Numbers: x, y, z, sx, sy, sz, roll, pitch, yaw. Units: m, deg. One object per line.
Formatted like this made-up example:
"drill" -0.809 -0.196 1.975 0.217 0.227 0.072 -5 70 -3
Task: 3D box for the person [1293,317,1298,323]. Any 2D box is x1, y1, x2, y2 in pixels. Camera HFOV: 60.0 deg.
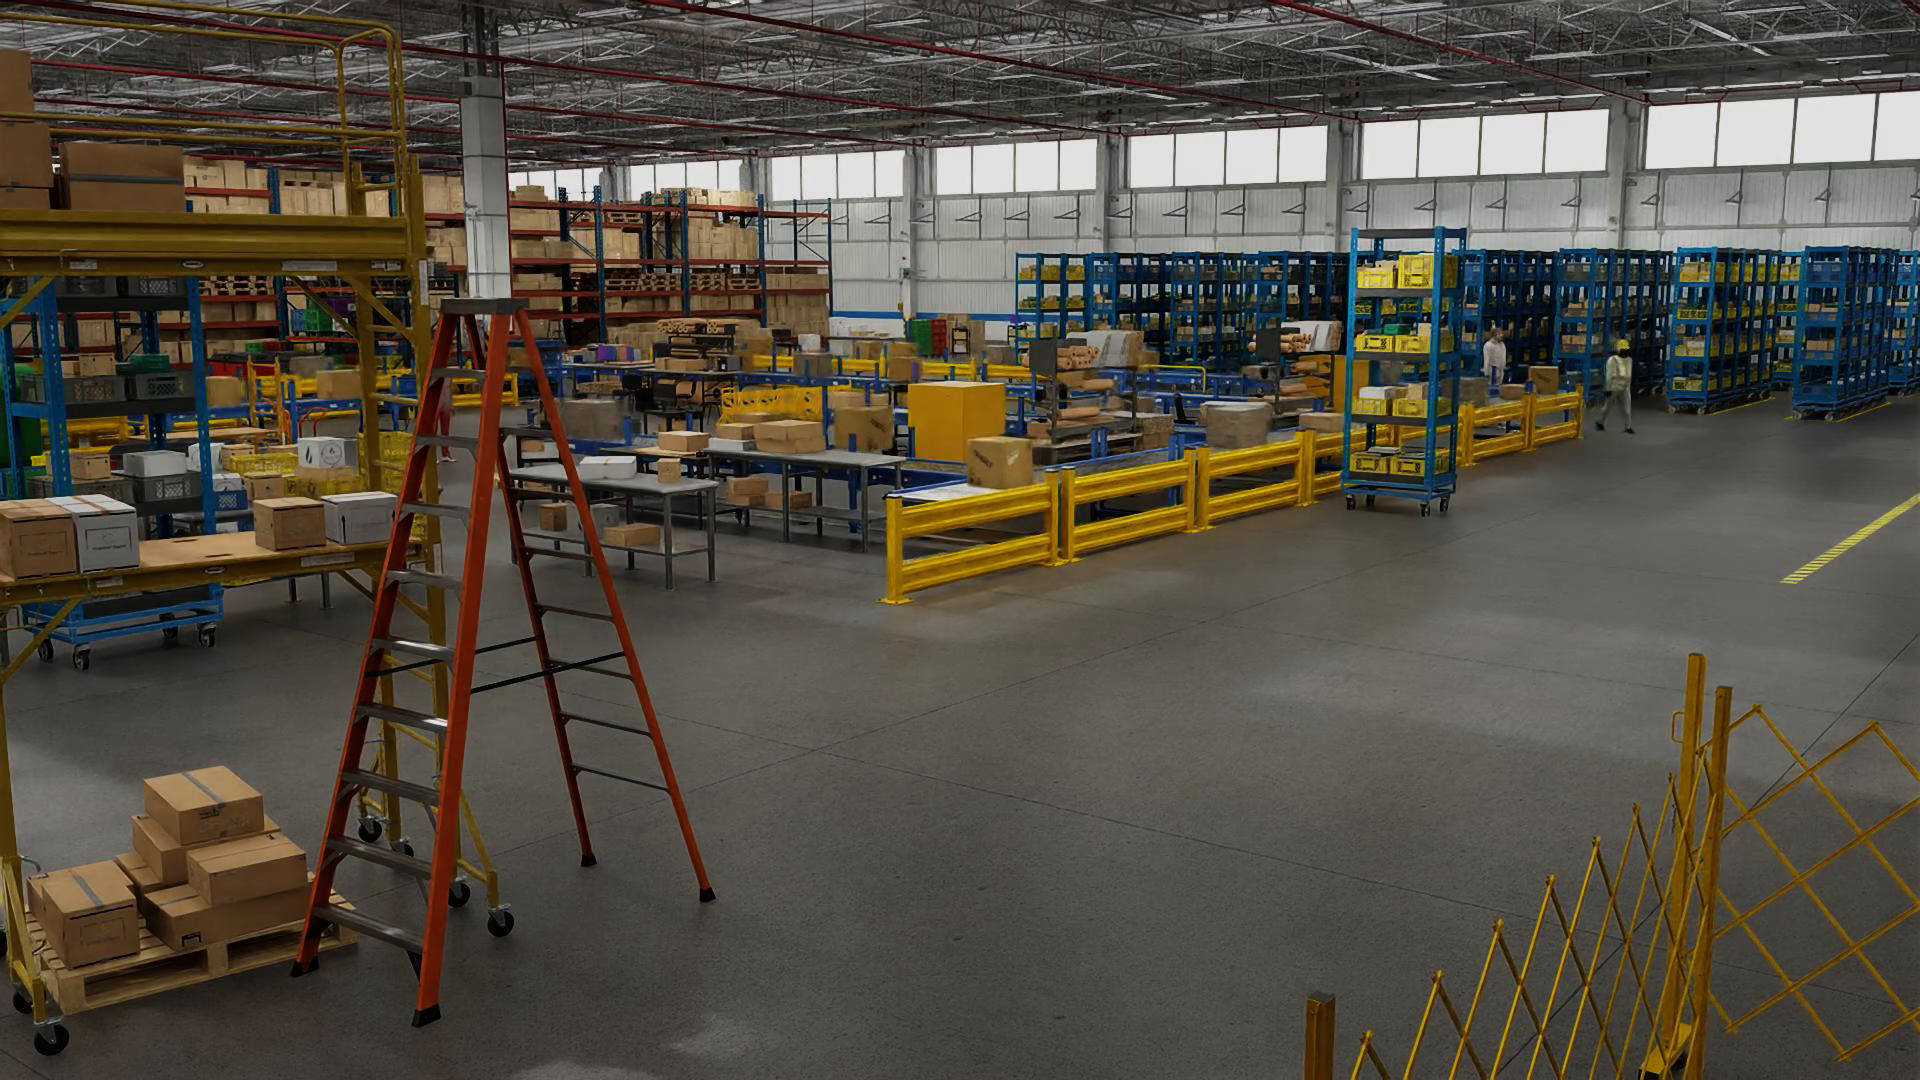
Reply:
"person" 10.257 -6.051 50.606 0.414 1.985 0.612 7 11 36

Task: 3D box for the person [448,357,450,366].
"person" -14.987 -5.624 48.104 0.752 1.922 0.637 -5 10 -29

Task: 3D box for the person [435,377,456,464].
"person" -8.314 -2.100 26.630 0.325 1.760 0.523 7 11 37

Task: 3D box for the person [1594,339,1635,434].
"person" 12.537 -2.938 31.763 0.606 1.801 0.882 -3 10 -19

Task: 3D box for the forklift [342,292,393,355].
"forklift" -16.485 -5.622 45.120 1.129 2.768 1.873 7 11 37

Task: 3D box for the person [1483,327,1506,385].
"person" 11.309 -3.532 35.107 0.651 1.906 0.402 -7 12 -38

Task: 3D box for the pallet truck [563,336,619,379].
"pallet truck" -10.690 -5.294 48.215 1.601 1.201 0.680 -5 10 -26

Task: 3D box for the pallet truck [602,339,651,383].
"pallet truck" -8.991 -4.871 45.351 0.653 1.274 1.630 7 11 37

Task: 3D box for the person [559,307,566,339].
"person" -15.311 -8.101 64.140 0.313 1.741 0.487 -2 9 -14
